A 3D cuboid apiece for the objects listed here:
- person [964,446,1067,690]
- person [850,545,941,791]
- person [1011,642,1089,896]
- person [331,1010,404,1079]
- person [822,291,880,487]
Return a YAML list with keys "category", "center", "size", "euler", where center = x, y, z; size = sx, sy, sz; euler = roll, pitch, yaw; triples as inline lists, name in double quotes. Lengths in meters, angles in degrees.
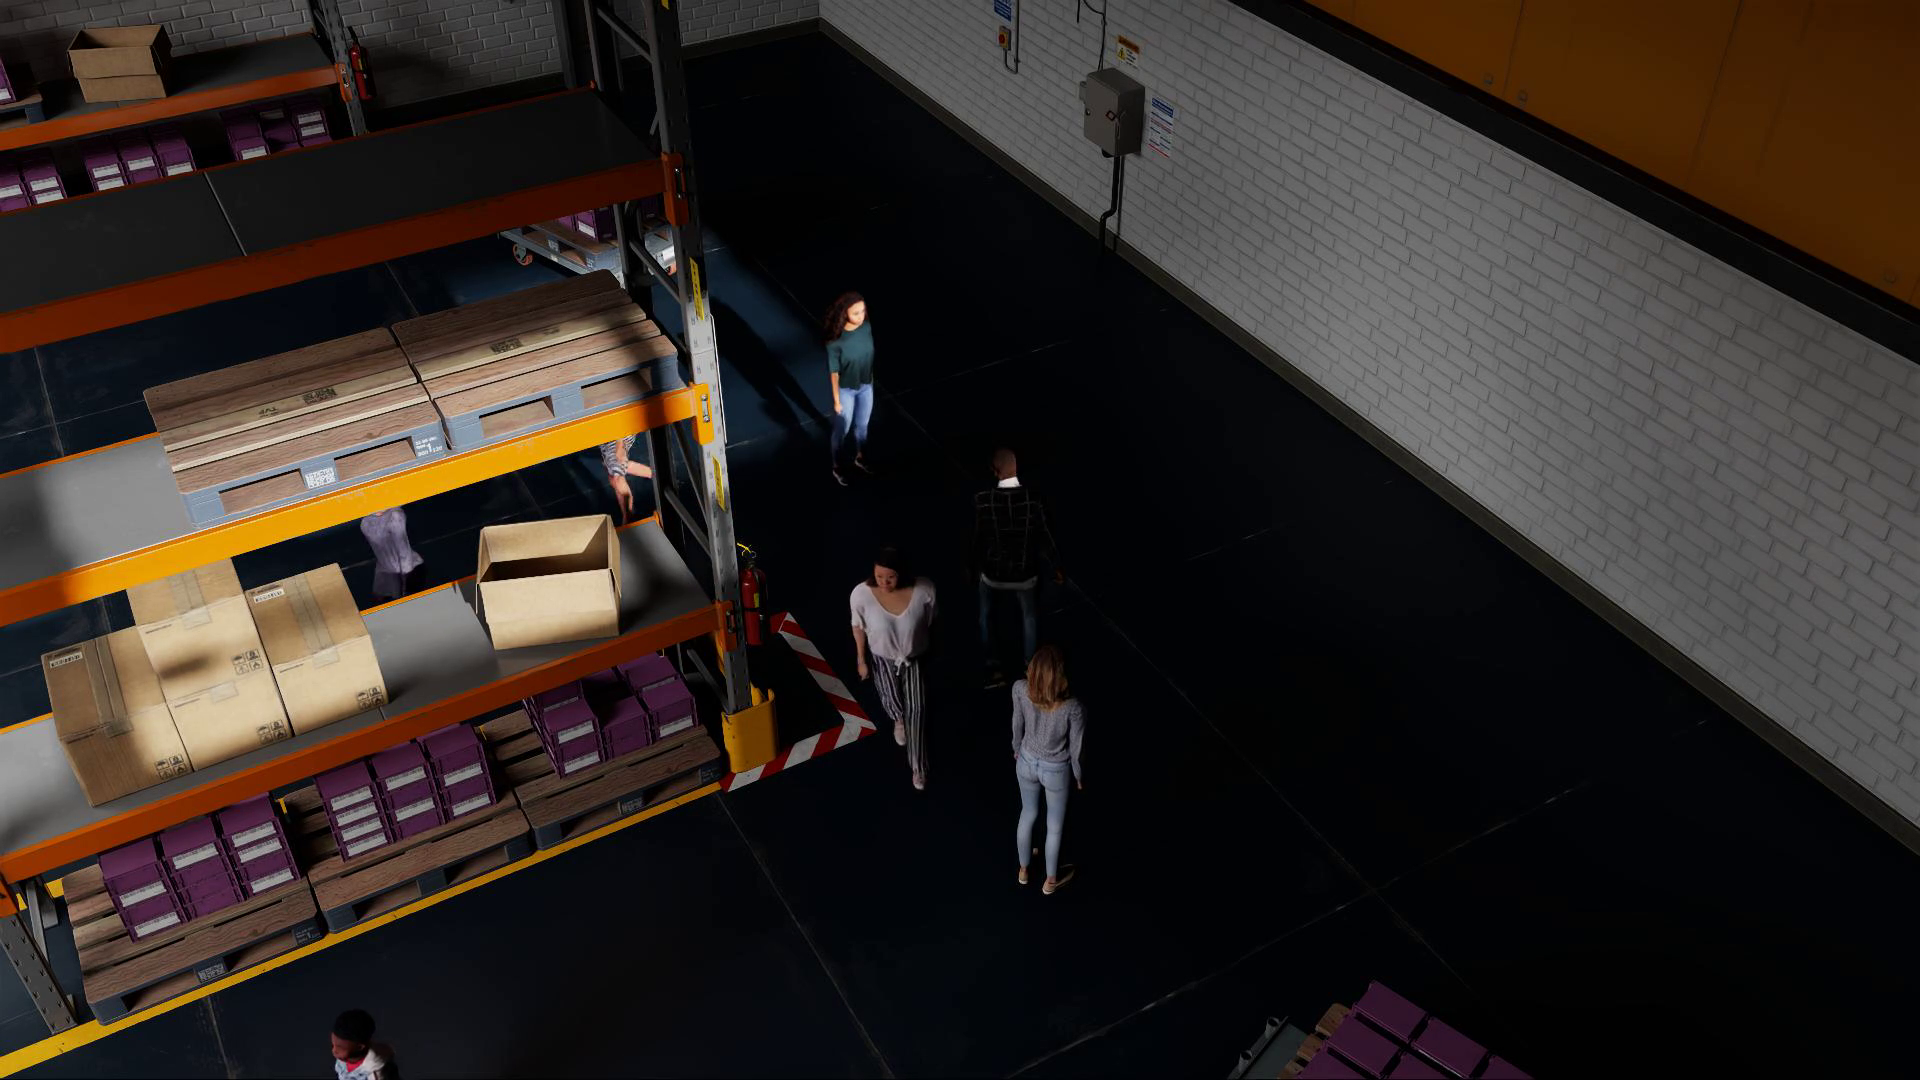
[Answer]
- category: "person"
  center: [0.297, 0.236, 10.448]
  size: [0.987, 1.797, 1.063]
  euler: [8, 39, 10]
- category: "person"
  center: [-0.380, 0.631, 10.073]
  size: [1.100, 1.646, 1.040]
  euler: [-3, 39, -3]
- category: "person"
  center: [0.476, 1.257, 9.171]
  size: [0.658, 1.796, 0.652]
  euler: [21, 43, 24]
- category: "person"
  center: [-2.704, 2.630, 7.907]
  size: [0.673, 1.226, 0.917]
  euler: [28, 47, 31]
- category: "person"
  center: [-0.811, -1.139, 12.316]
  size: [0.576, 1.613, 0.690]
  euler: [-28, 46, -31]
